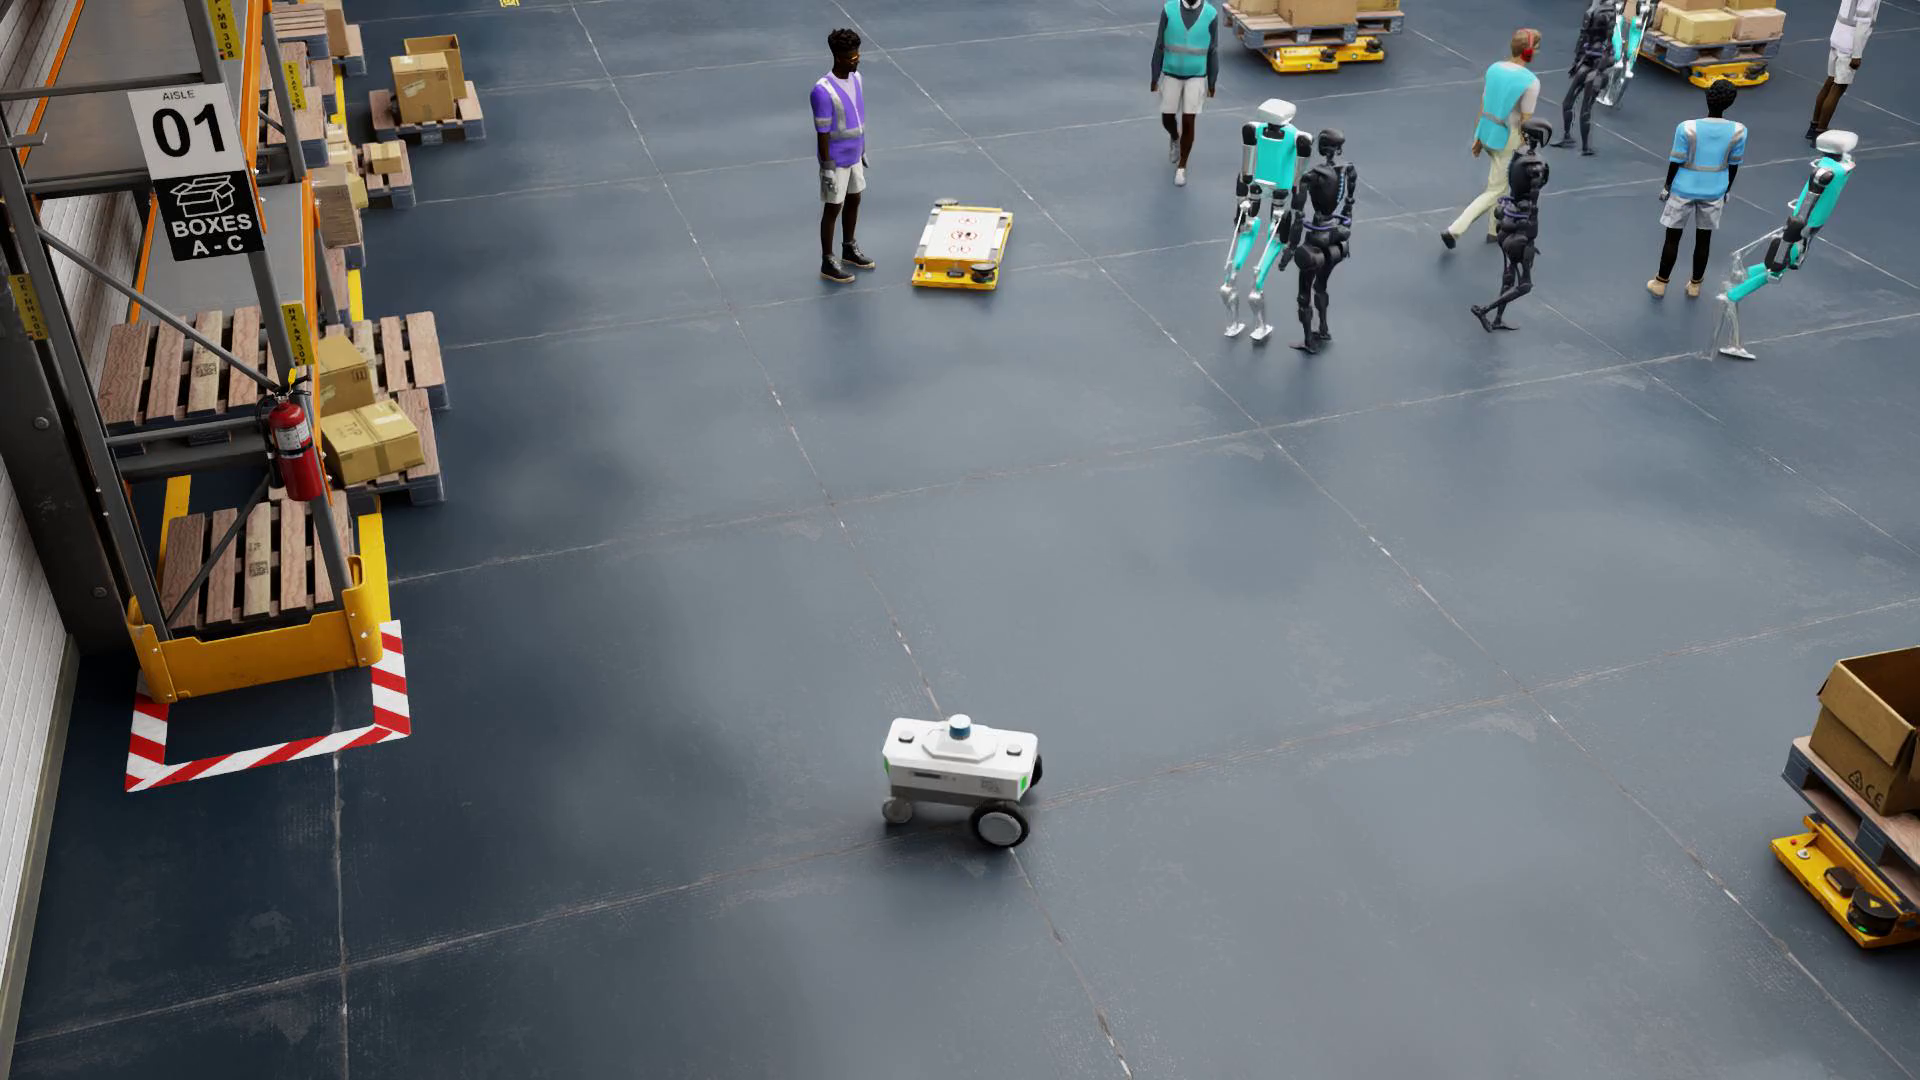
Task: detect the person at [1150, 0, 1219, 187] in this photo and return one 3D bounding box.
[{"bbox_3d":[1.987,-4.129,14.675,0.592,1.919,0.575,6,34,10],"label":"person"}]

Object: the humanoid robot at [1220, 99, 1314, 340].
[{"bbox_3d":[2.107,-2.199,11.868,0.535,1.780,0.667,22,39,30],"label":"humanoid robot"}]

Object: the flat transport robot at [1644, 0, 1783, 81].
[{"bbox_3d":[7.899,-5.172,17.790,0.659,0.231,1.431,-10,34,-15],"label":"flat transport robot"}]

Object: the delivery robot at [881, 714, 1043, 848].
[{"bbox_3d":[0.016,1.099,7.919,0.808,0.604,0.499,6,34,9],"label":"delivery robot"}]

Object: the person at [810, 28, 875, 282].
[{"bbox_3d":[-0.908,-2.991,12.905,0.365,1.958,0.608,18,37,25],"label":"person"}]

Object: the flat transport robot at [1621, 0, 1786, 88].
[{"bbox_3d":[7.815,-5.115,17.703,0.659,0.231,1.431,-8,34,-12],"label":"flat transport robot"}]

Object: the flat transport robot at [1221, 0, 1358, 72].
[{"bbox_3d":[3.571,-5.423,18.176,0.659,0.231,1.431,-5,33,-8],"label":"flat transport robot"}]

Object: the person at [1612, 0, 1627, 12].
[{"bbox_3d":[7.711,-6.949,19.228,0.475,1.673,0.386,-16,36,-23],"label":"person"}]

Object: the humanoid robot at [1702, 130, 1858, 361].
[{"bbox_3d":[5.643,-2.020,11.693,0.817,1.858,0.541,27,42,35],"label":"humanoid robot"}]

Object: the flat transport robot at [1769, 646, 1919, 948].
[{"bbox_3d":[4.550,1.458,7.622,1.431,0.231,0.659,-8,34,-12],"label":"flat transport robot"}]

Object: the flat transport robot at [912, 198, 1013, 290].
[{"bbox_3d":[0.034,-2.416,13.564,0.659,0.231,1.431,4,33,6],"label":"flat transport robot"}]

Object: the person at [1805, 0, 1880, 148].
[{"bbox_3d":[8.260,-4.592,15.385,0.383,1.929,0.541,5,33,8],"label":"person"}]

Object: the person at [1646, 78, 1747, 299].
[{"bbox_3d":[5.583,-2.643,12.602,0.536,1.695,0.320,4,33,7],"label":"person"}]

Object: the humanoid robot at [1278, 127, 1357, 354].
[{"bbox_3d":[2.565,-2.121,11.827,0.612,1.653,0.308,-20,38,-27],"label":"humanoid robot"}]

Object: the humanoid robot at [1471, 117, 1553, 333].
[{"bbox_3d":[3.998,-2.276,12.064,0.428,1.649,0.594,1,33,2],"label":"humanoid robot"}]

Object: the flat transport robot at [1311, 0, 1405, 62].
[{"bbox_3d":[4.153,-5.615,18.470,0.659,0.231,1.431,-4,33,-6],"label":"flat transport robot"}]

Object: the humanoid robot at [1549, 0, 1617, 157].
[{"bbox_3d":[5.756,-4.335,15.230,0.362,1.660,0.610,-3,33,-5],"label":"humanoid robot"}]

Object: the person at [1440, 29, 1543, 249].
[{"bbox_3d":[4.288,-3.166,13.308,0.816,1.813,0.581,-10,34,-15],"label":"person"}]

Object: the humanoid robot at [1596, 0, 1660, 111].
[{"bbox_3d":[6.532,-4.964,16.222,0.558,1.887,0.756,6,34,8],"label":"humanoid robot"}]
